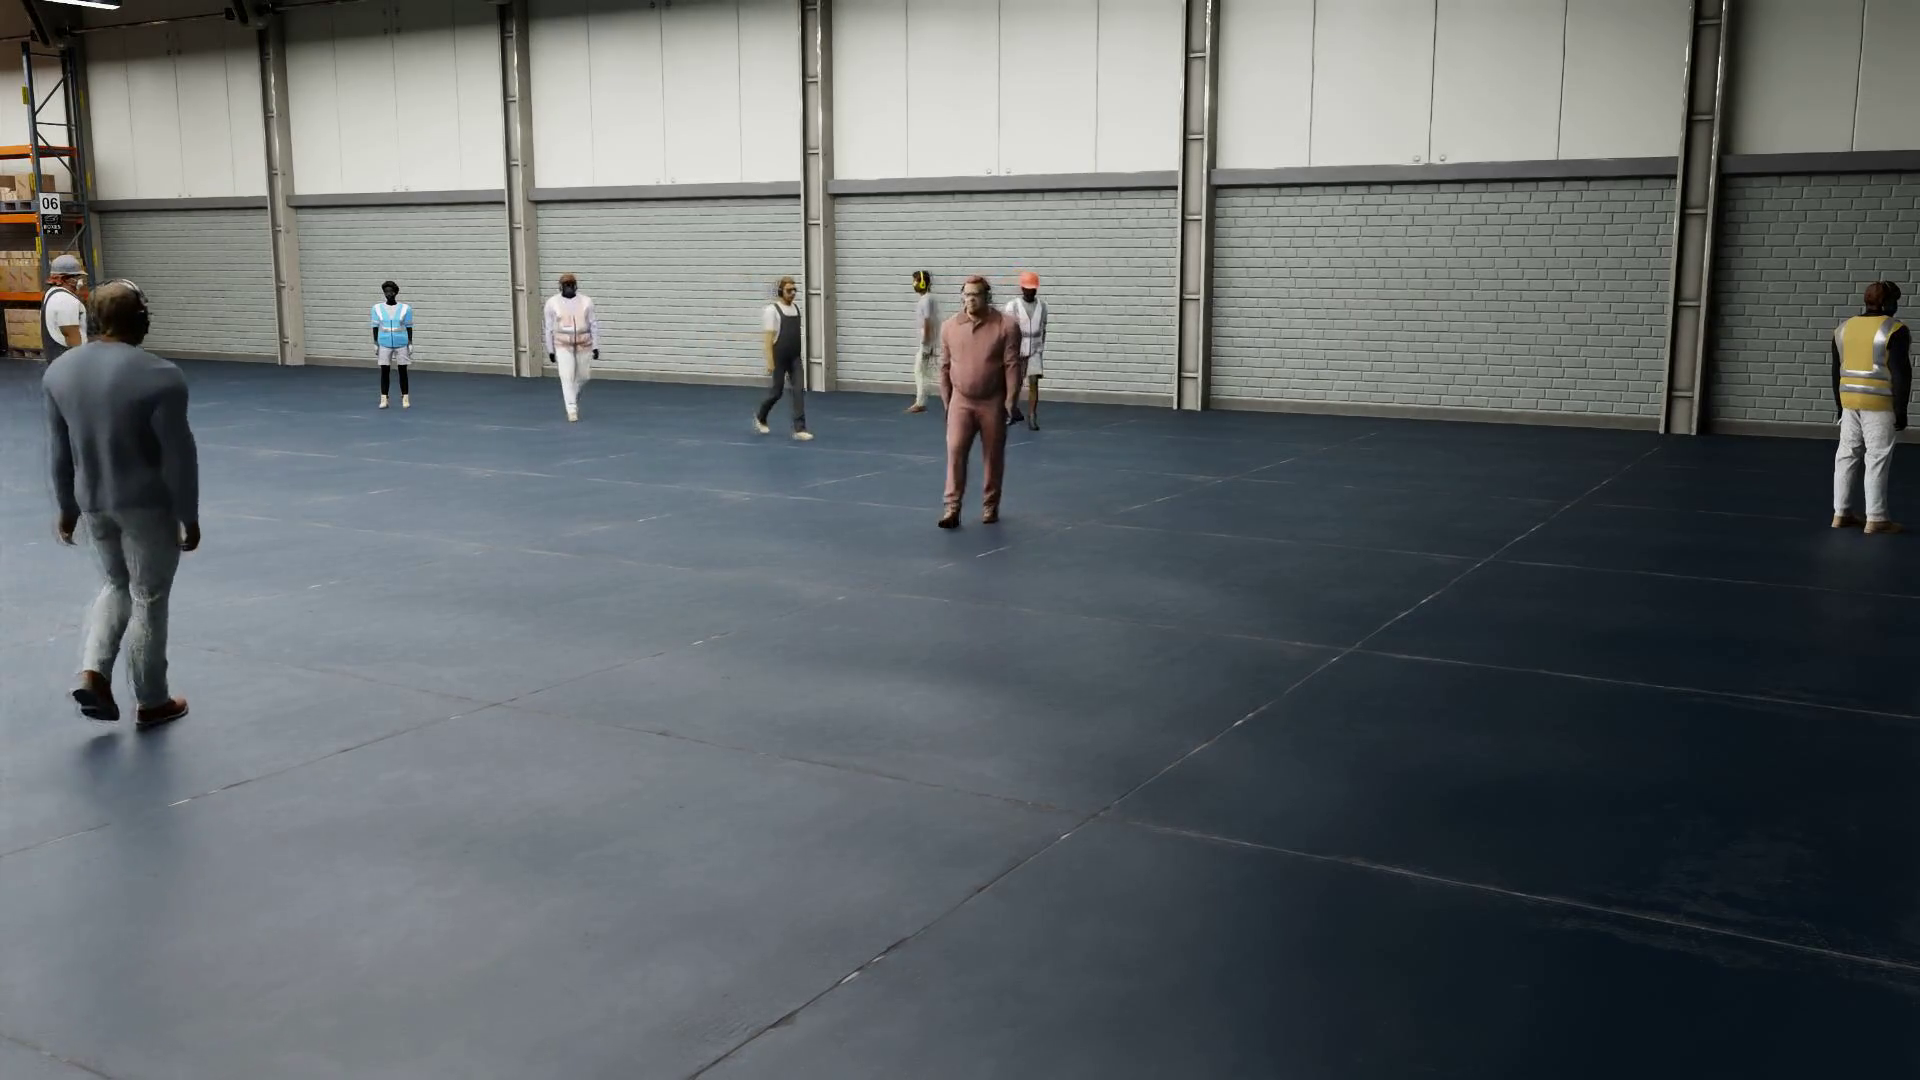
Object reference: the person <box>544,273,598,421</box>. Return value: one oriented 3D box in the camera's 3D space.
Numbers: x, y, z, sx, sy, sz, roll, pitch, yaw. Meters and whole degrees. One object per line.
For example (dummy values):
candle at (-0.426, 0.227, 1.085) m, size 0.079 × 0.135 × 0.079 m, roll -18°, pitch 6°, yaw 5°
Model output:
person at (-4.822, -2.400, 20.621) m, size 0.621 × 1.825 × 0.722 m, roll -4°, pitch 11°, yaw -25°

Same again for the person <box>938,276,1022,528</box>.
person at (0.125, -1.008, 12.347) m, size 0.651 × 1.870 × 0.919 m, roll 2°, pitch 10°, yaw 11°

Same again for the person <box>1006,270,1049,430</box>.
person at (0.739, -2.253, 19.672) m, size 0.558 × 1.879 × 0.941 m, roll -2°, pitch 10°, yaw -13°

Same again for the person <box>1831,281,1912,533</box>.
person at (6.710, -0.974, 12.224) m, size 0.429 × 1.845 × 0.620 m, roll -3°, pitch 10°, yaw -20°

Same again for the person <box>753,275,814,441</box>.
person at (-1.976, -2.019, 18.434) m, size 0.850 × 1.818 × 0.517 m, roll 9°, pitch 13°, yaw 43°

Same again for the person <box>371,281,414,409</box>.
person at (-7.527, -2.589, 22.099) m, size 0.536 × 1.697 × 0.322 m, roll -2°, pitch 10°, yaw -14°

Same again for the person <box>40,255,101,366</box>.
person at (-8.667, -1.770, 16.303) m, size 0.536 × 2.000 × 0.688 m, roll -9°, pitch 13°, yaw -41°

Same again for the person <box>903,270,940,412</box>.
person at (-0.379, -2.557, 21.491) m, size 0.662 × 1.847 × 0.498 m, roll 0°, pitch 10°, yaw 2°

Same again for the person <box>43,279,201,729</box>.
person at (-3.521, -0.132, 7.043) m, size 0.652 × 1.927 × 0.472 m, roll 2°, pitch 10°, yaw 10°
